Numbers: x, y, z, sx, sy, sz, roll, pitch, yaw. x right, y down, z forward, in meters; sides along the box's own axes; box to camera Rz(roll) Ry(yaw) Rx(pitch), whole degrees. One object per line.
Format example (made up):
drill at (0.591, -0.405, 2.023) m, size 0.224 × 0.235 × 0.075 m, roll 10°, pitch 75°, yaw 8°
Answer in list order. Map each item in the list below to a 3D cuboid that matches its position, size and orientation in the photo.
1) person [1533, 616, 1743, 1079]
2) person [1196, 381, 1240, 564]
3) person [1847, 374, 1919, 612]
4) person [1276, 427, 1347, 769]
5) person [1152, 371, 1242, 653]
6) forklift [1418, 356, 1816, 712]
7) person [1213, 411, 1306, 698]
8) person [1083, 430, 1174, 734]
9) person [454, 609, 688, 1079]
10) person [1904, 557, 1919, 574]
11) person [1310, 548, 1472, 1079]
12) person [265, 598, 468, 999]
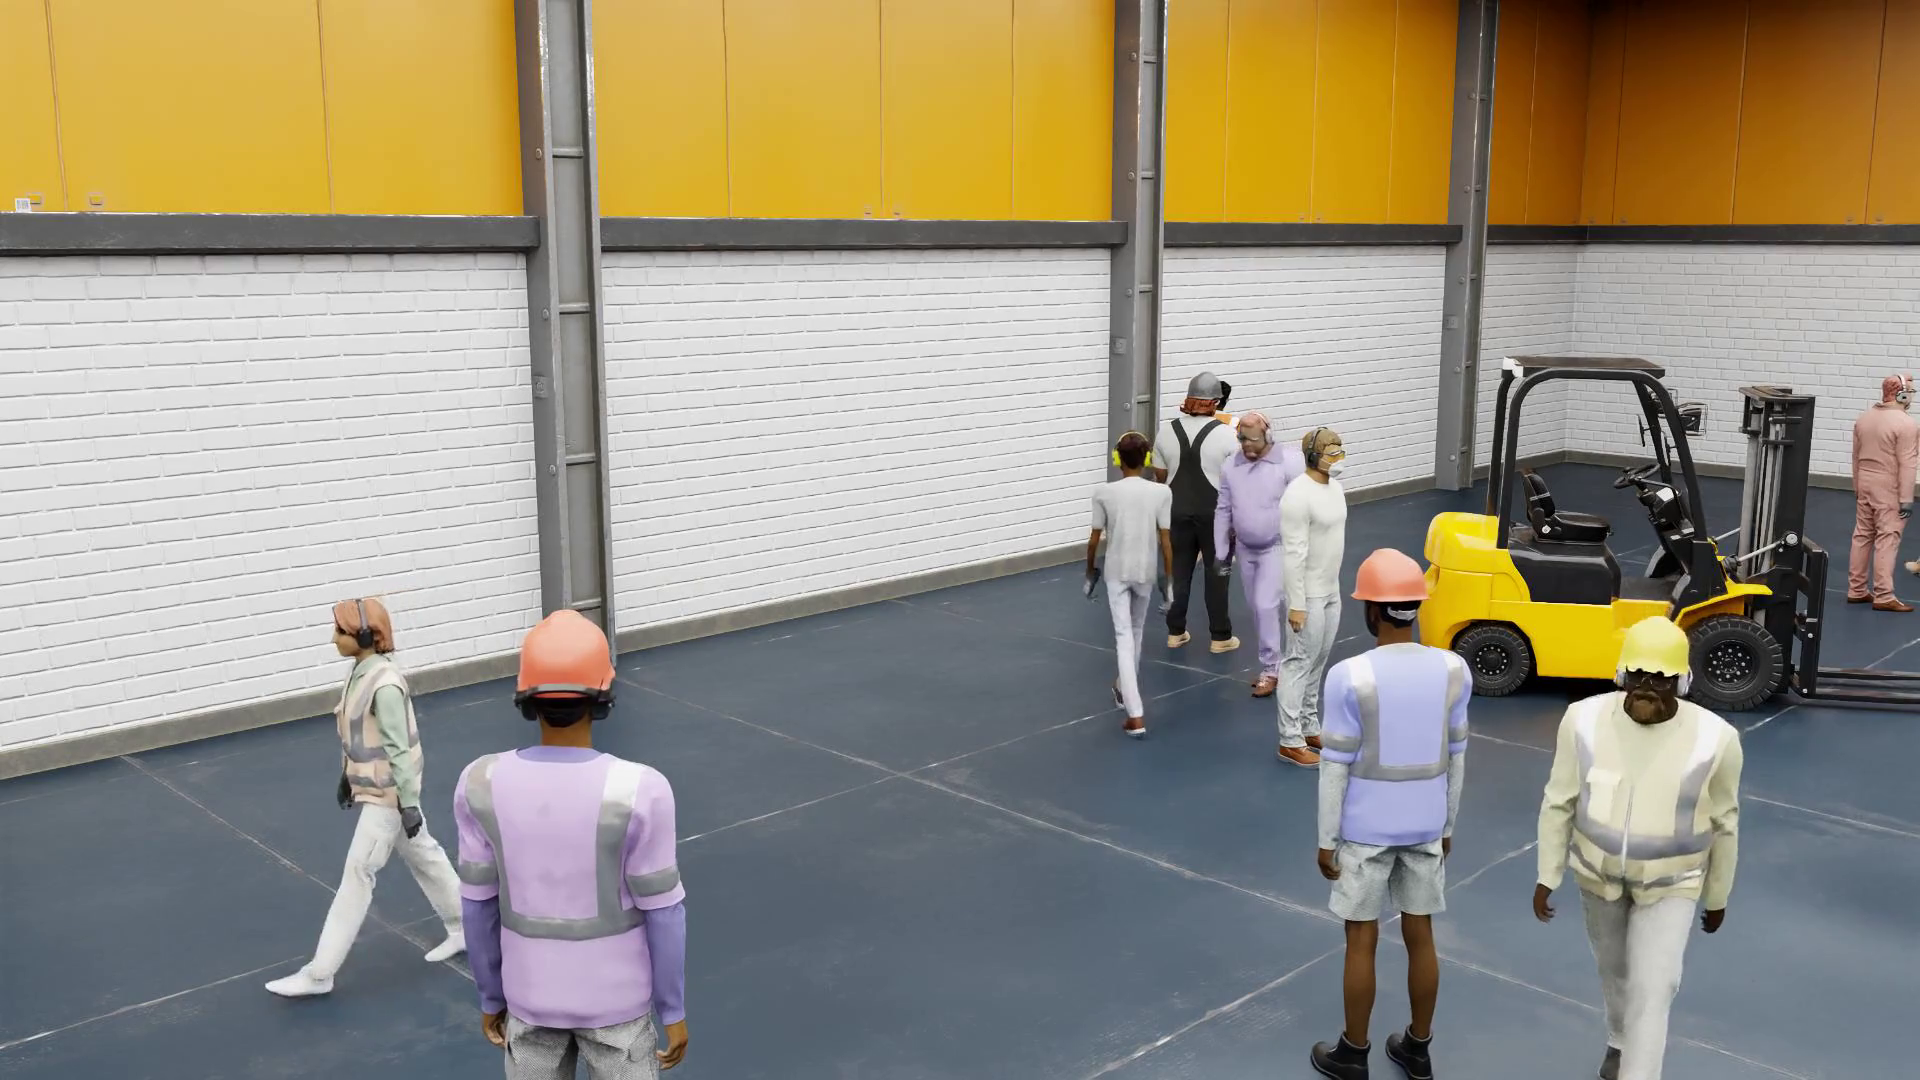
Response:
person at (2.251, 1.116, 5.575) m, size 0.595 × 1.772 × 0.973 m, roll 8°, pitch 13°, yaw 35°
person at (2.343, -0.609, 15.223) m, size 0.534 × 1.691 × 0.318 m, roll 4°, pitch 11°, yaw 19°
person at (7.479, -0.386, 13.416) m, size 0.400 × 1.909 × 0.643 m, roll -1°, pitch 10°, yaw -7°
person at (2.020, 0.317, 9.494) m, size 0.362 × 1.939 × 0.635 m, roll 7°, pitch 12°, yaw 33°
person at (1.768, -0.210, 12.089) m, size 0.684 × 2.000 × 0.538 m, roll 6°, pitch 12°, yaw 31°
forklift at (4.276, -0.101, 11.076) m, size 2.313 × 2.155 × 1.214 m, roll 2°, pitch 11°, yaw 13°
person at (1.956, 0.086, 10.943) m, size 0.667 × 1.865 × 0.679 m, roll 10°, pitch 14°, yaw 43°
person at (1.029, 0.235, 10.259) m, size 0.524 × 1.825 × 0.986 m, roll -1°, pitch 10°, yaw -5°
person at (-1.009, 1.192, 4.427) m, size 0.608 × 2.048 × 0.366 m, roll 2°, pitch 11°, yaw 9°
person at (8.635, -0.635, 14.454) m, size 0.650 × 2.015 × 0.822 m, roll -1°, pitch 10°, yaw -5°
person at (1.498, 0.987, 5.873) m, size 0.545 × 1.929 × 0.388 m, roll -2°, pitch 11°, yaw -11°
person at (-2.344, 1.009, 6.673) m, size 0.888 × 1.588 × 0.545 m, roll -6°, pitch 12°, yaw -29°
